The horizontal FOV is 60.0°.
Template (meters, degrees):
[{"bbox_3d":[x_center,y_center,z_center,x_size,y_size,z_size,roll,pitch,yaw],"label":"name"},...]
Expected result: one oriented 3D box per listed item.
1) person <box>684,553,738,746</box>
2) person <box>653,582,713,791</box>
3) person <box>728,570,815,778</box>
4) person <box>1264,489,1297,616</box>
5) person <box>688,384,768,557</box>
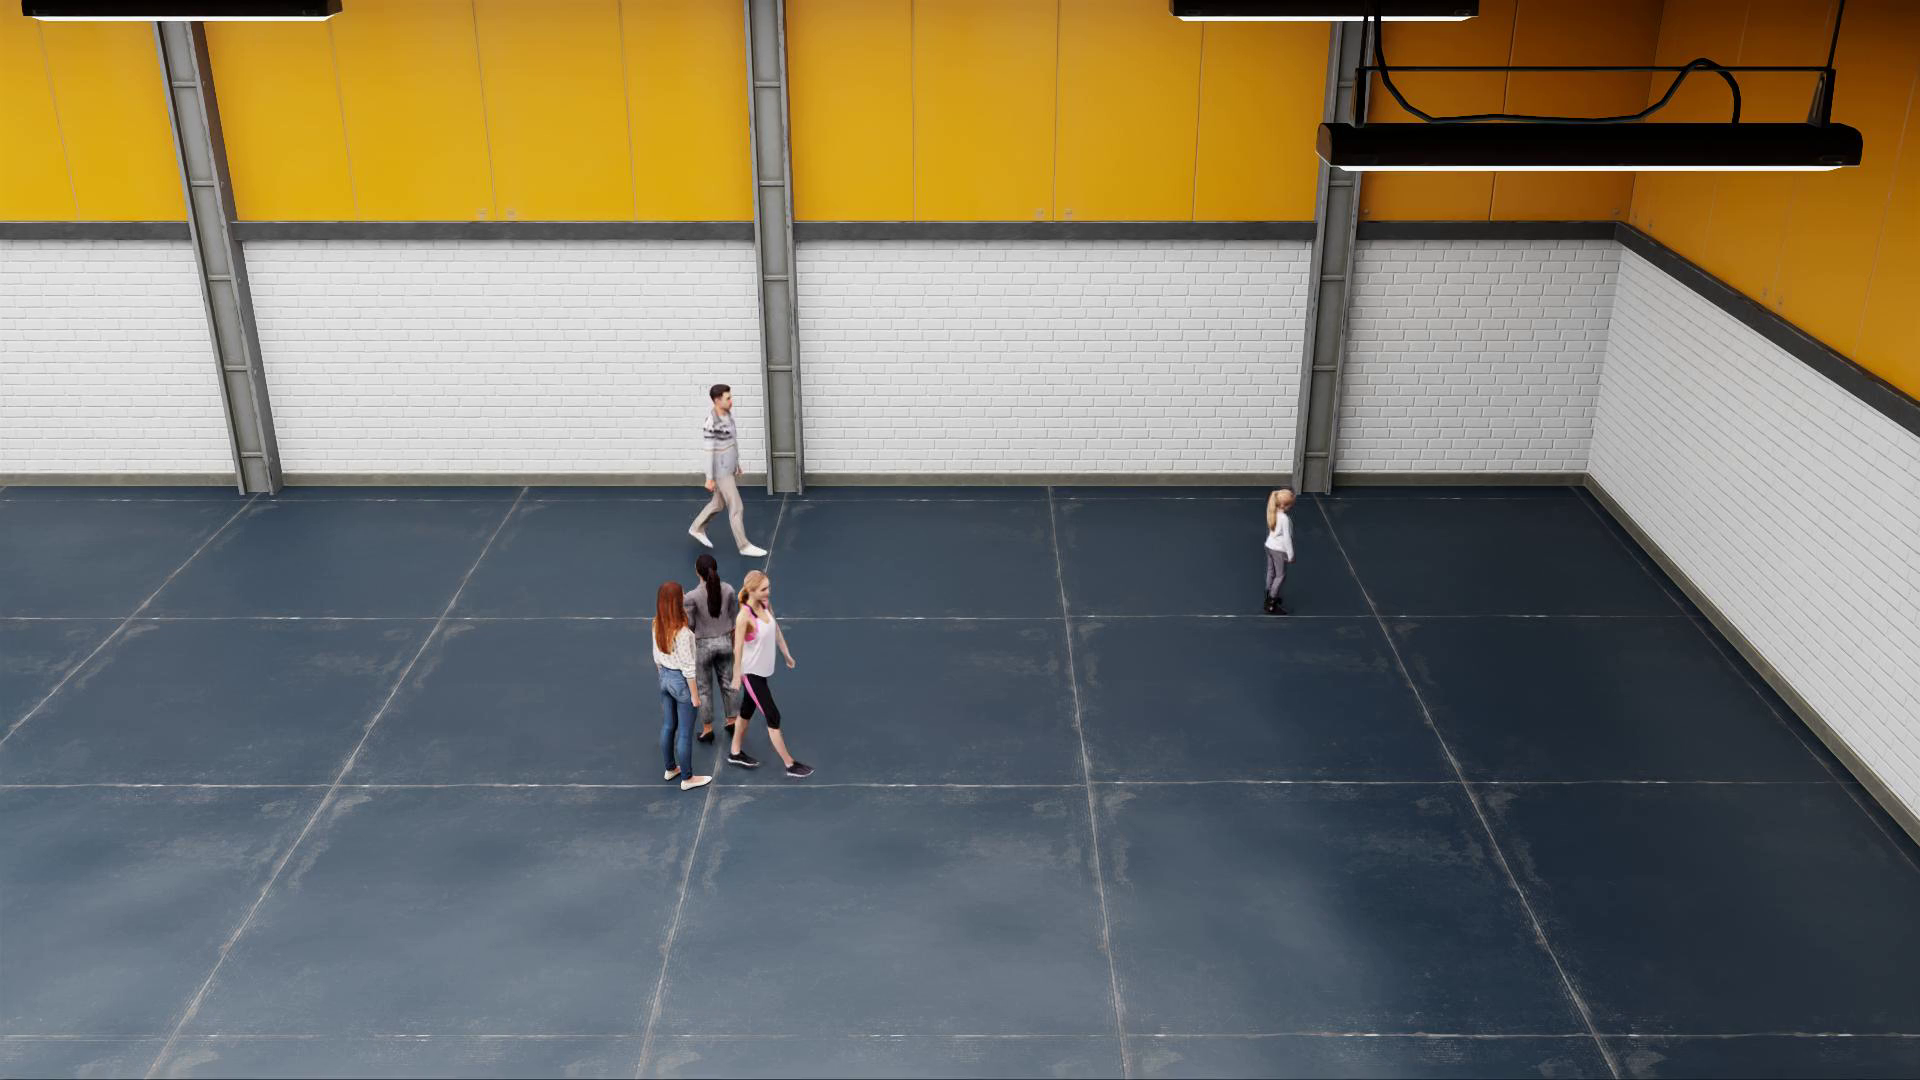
[{"bbox_3d":[-2.026,0.887,13.568,0.697,1.678,0.788,-14,27,-29],"label":"person"},{"bbox_3d":[-2.209,1.122,12.968,0.700,1.728,0.640,-22,32,-40],"label":"person"},{"bbox_3d":[-1.700,1.035,13.137,1.115,1.752,0.849,8,25,17],"label":"person"},{"bbox_3d":[3.044,0.081,15.922,0.591,1.268,0.577,-13,27,-27],"label":"person"},{"bbox_3d":[-2.504,-0.726,17.047,1.225,1.847,0.884,6,24,13],"label":"person"}]
